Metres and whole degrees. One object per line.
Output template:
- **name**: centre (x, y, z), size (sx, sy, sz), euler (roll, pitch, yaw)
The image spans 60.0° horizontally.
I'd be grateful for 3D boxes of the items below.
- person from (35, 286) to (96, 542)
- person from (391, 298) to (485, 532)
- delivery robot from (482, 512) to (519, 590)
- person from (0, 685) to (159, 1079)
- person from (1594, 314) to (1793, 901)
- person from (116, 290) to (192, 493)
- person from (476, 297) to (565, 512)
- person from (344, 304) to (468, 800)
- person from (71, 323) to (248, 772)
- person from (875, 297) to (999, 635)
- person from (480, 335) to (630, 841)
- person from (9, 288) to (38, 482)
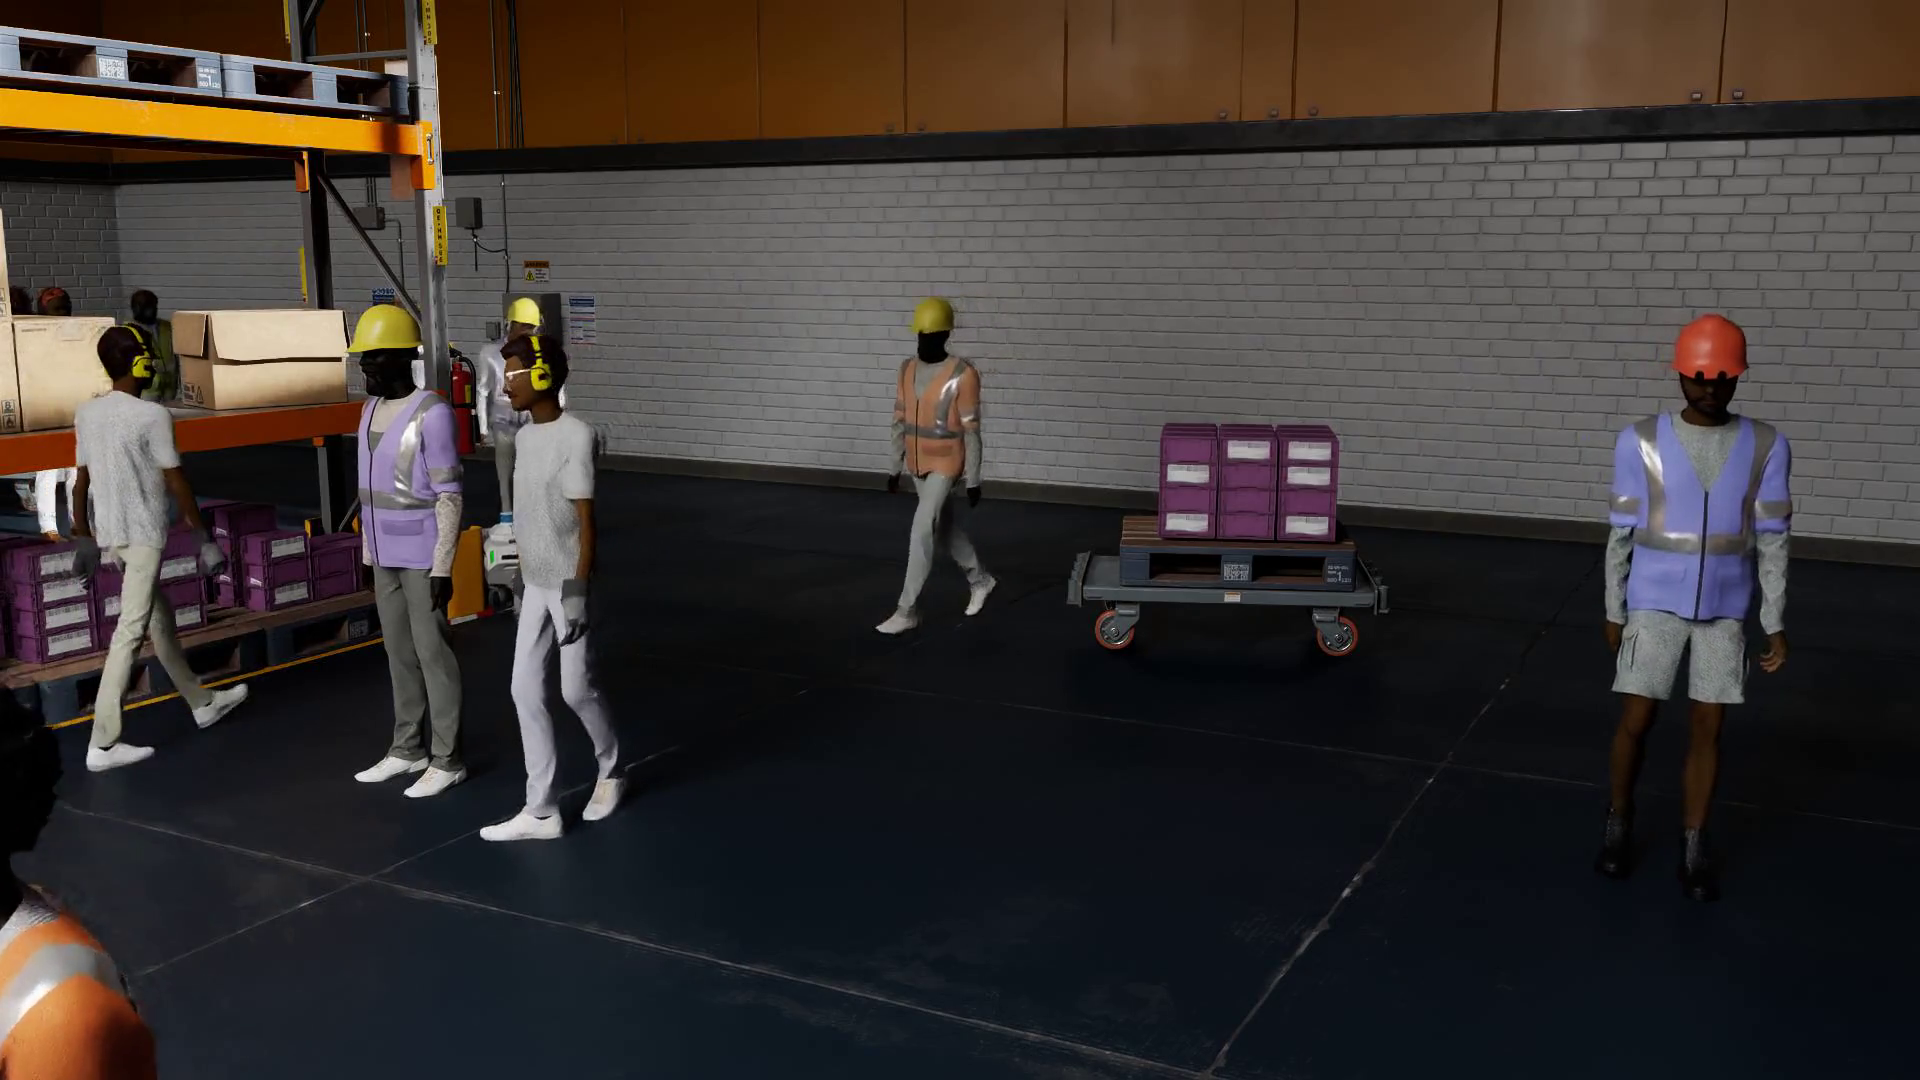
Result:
- **person**: centre (-6.537, -0.893, 12.096), size (0.337, 1.882, 0.585), euler (5, 11, 26)
- **person**: centre (-3.847, -0.819, 11.874), size (0.630, 1.809, 0.812), euler (5, 11, 27)
- **delivery robot**: centre (-2.728, 0.072, 10.085), size (0.477, 0.478, 0.707), euler (-4, 10, -22)
- **person**: centre (-1.125, 0.956, 2.060), size (0.545, 1.657, 0.879), euler (9, 14, 43)
- **person**: centre (2.435, 0.224, 5.511), size (0.552, 1.932, 0.409), euler (2, 10, 13)
- **person**: centre (-7.205, -1.333, 14.912), size (0.959, 1.794, 0.635), euler (5, 11, 29)
- **person**: centre (-3.174, -0.839, 12.002), size (0.617, 1.811, 0.472), euler (-2, 10, -11)
- **person**: centre (-2.180, 0.047, 6.534), size (0.592, 1.926, 0.366), euler (8, 13, 38)
- **person**: centre (-3.399, 0.005, 7.077), size (0.518, 1.826, 0.957), euler (5, 11, 28)
- **person**: centre (-0.091, -0.441, 9.481), size (0.957, 1.886, 0.600), euler (-9, 13, -43)
- **person**: centre (-1.442, 0.178, 6.085), size (0.597, 1.834, 0.649), euler (8, 13, 39)
- **person**: centre (-8.478, -1.372, 15.132), size (0.552, 1.817, 0.658), euler (1, 10, 5)
